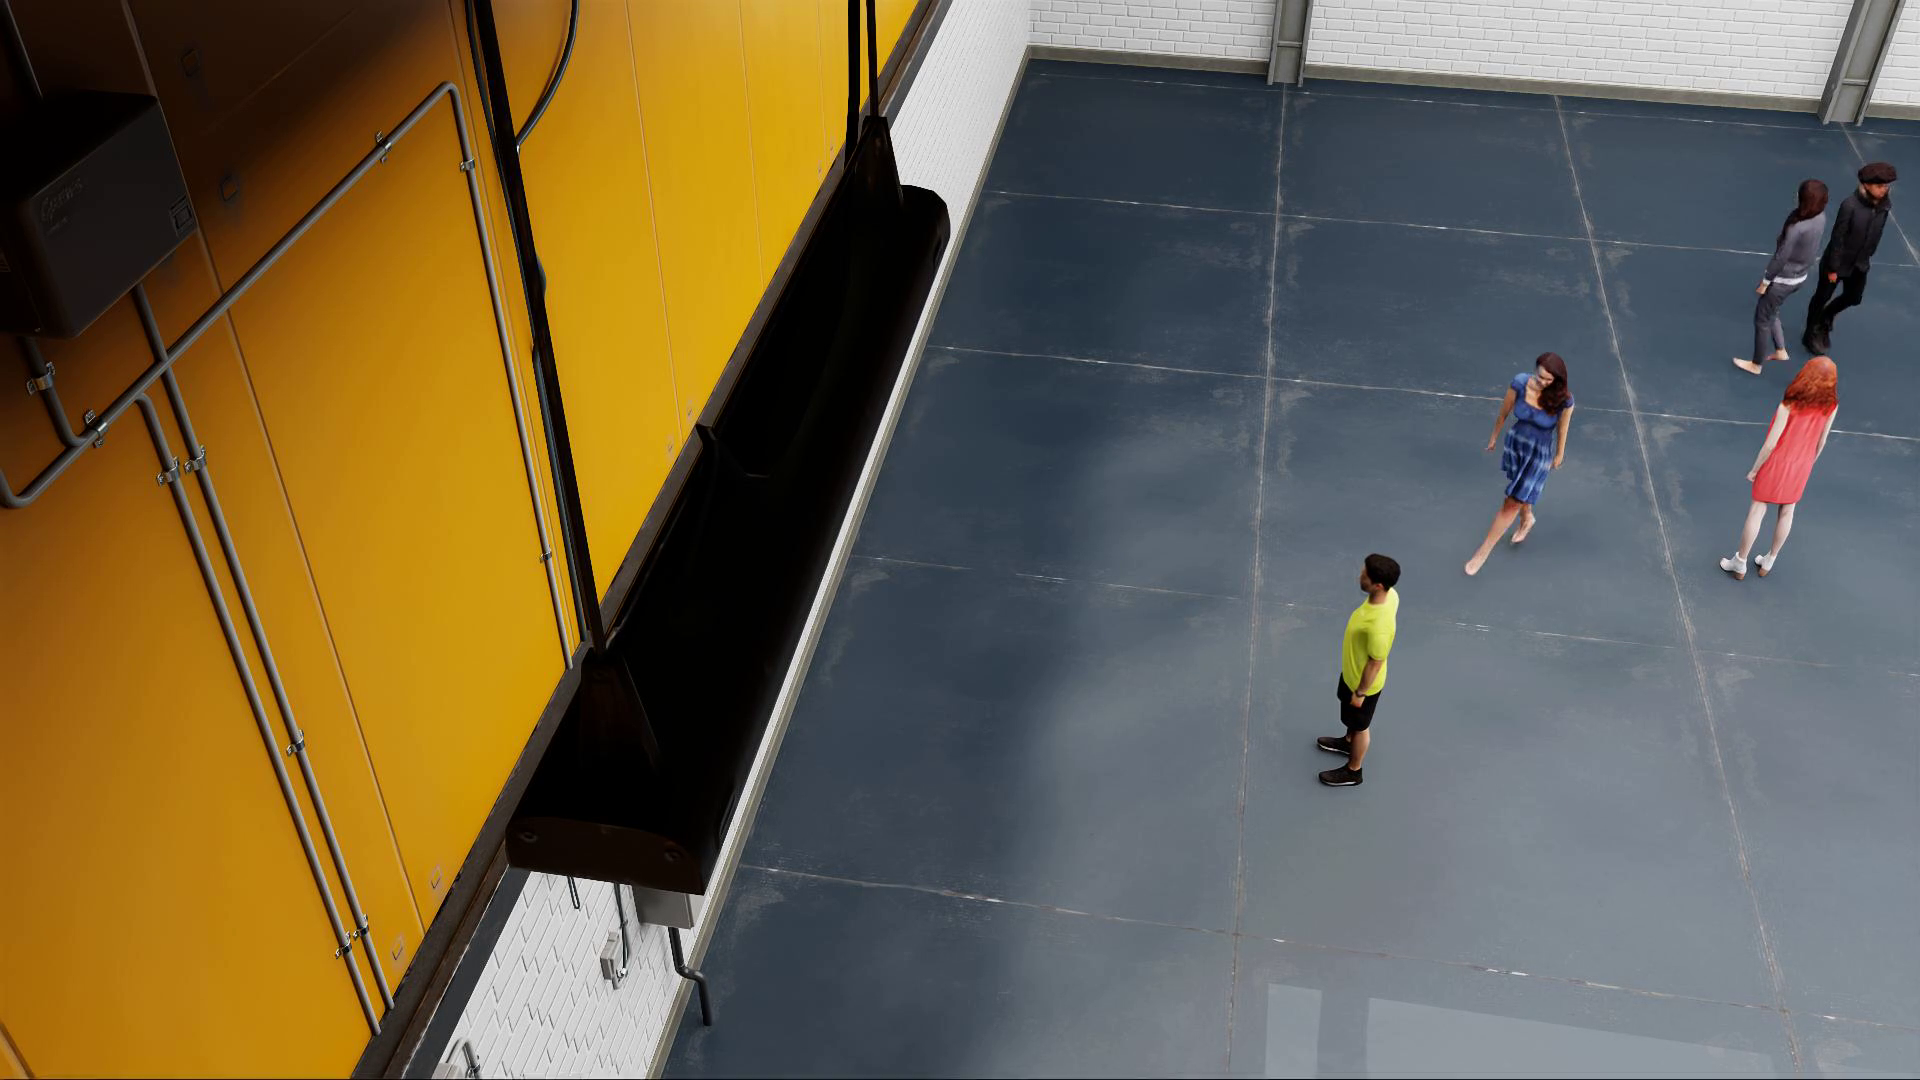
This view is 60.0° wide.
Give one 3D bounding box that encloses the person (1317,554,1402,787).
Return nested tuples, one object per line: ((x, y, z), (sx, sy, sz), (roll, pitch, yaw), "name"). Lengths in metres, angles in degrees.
((2.461, 0.773, 10.099), (0.511, 1.709, 0.608), (6, 39, 8), "person")

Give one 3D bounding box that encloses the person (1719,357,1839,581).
((5.742, -0.487, 11.582), (0.526, 1.828, 0.694), (-3, 39, -3), "person")

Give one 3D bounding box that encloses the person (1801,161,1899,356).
((7.447, -2.420, 14.055), (0.646, 1.761, 0.769), (-6, 39, -7), "person")

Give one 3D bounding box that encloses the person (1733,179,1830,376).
((6.867, -2.122, 13.682), (0.771, 1.761, 0.827), (-26, 46, -29), "person")

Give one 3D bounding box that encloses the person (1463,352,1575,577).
((4.046, -0.595, 11.787), (1.118, 1.740, 1.152), (-31, 48, -33), "person")
